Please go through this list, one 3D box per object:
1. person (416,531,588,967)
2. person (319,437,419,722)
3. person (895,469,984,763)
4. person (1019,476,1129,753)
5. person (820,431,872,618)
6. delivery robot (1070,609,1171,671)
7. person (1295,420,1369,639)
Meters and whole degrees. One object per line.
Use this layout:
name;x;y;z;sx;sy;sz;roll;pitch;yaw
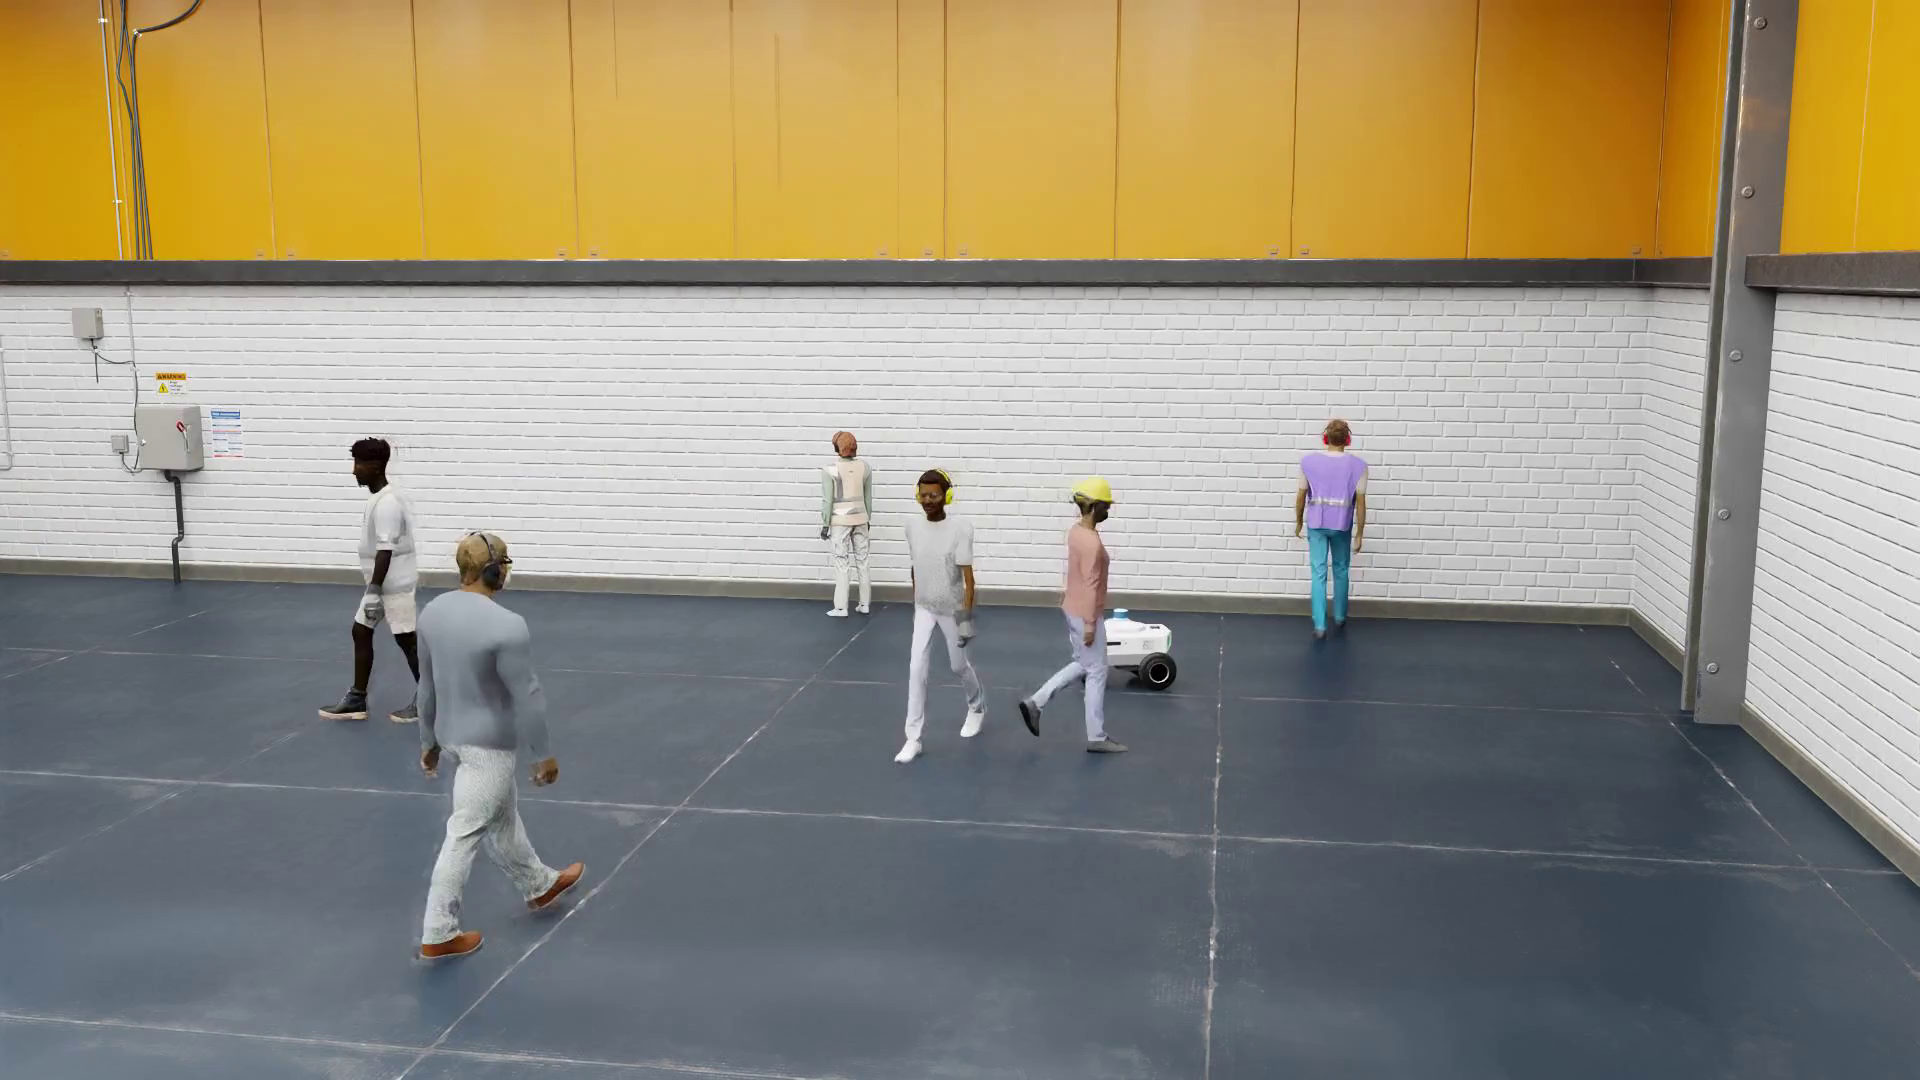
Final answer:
person;-2.052;0.891;7.465;0.648;1.884;1.013;7;12;38
person;-3.932;0.285;11.043;0.879;1.929;0.627;-4;10;-25
person;-0.084;0.433;10.545;0.546;1.821;0.981;4;10;24
person;0.722;0.471;10.476;0.586;1.751;0.548;-2;9;-11
person;-0.986;-0.133;14.547;0.514;1.642;0.314;-6;11;-34
delivery robot;1.171;0.748;12.165;0.707;0.478;0.477;-1;9;-7
person;3.092;-0.107;13.891;0.580;1.819;0.757;2;9;9
